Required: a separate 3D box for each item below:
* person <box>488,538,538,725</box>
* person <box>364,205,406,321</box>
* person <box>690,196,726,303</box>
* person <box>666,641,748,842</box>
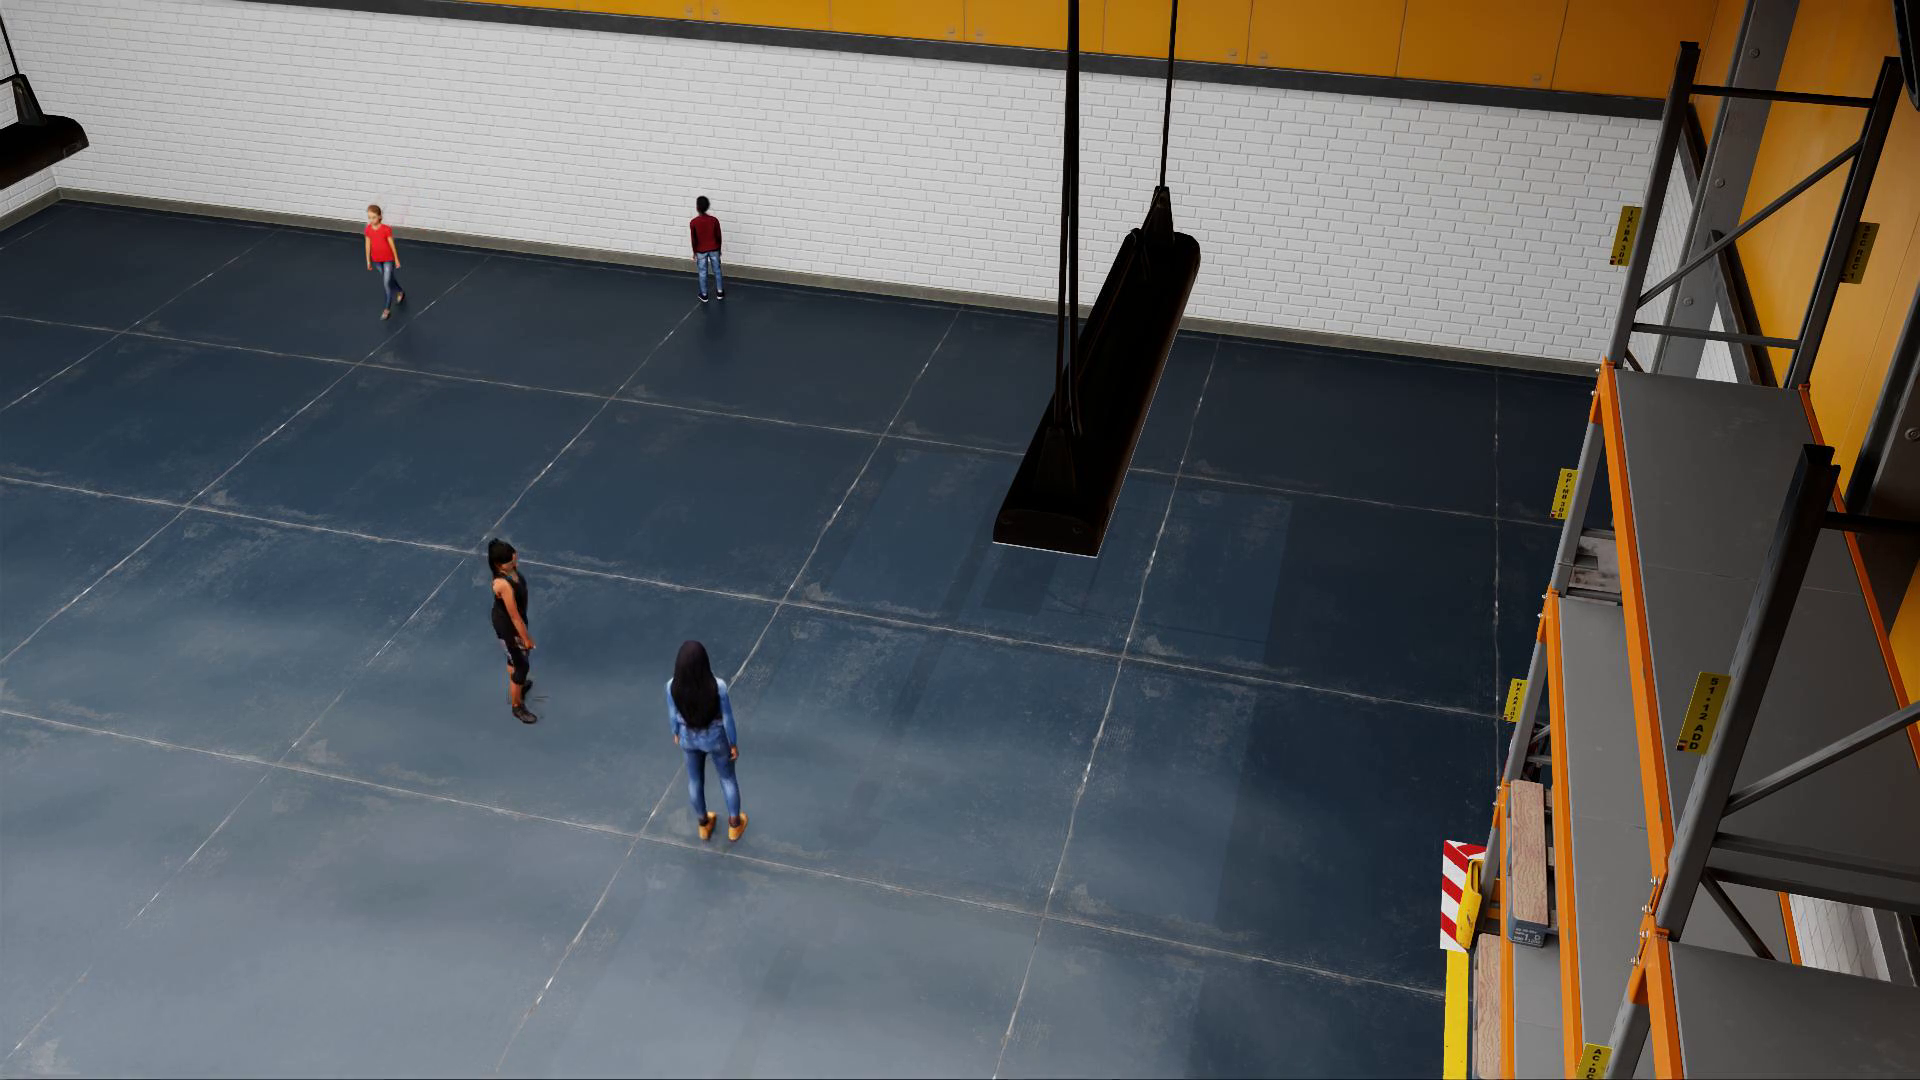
[{"bbox_3d":[-3.482,0.615,12.830,0.819,1.658,0.699,-22,39,-29],"label":"person"},{"bbox_3d":[-6.533,-3.211,18.926,0.547,1.281,0.917,5,34,8],"label":"person"},{"bbox_3d":[-2.915,-3.366,19.182,0.582,1.256,0.615,-10,35,-15],"label":"person"},{"bbox_3d":[-1.786,1.433,11.554,0.666,1.709,0.606,3,34,5],"label":"person"}]
